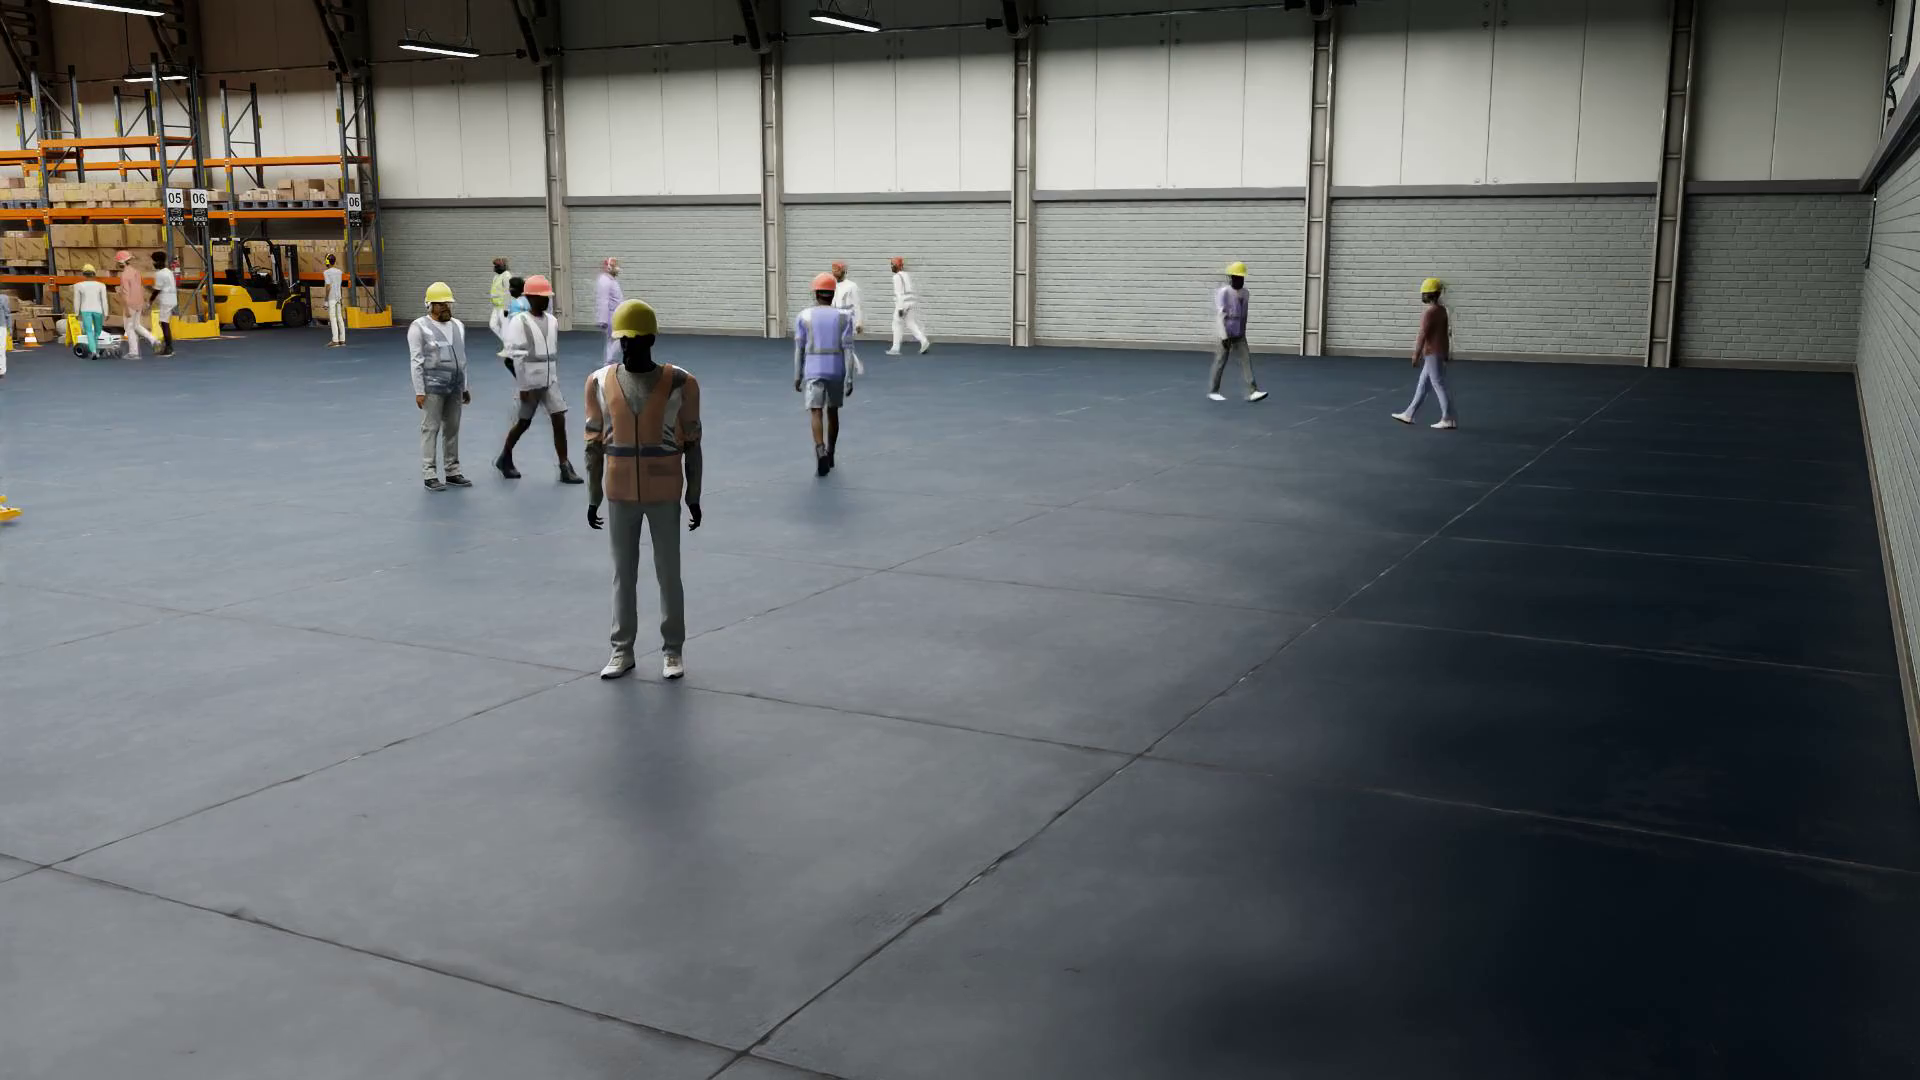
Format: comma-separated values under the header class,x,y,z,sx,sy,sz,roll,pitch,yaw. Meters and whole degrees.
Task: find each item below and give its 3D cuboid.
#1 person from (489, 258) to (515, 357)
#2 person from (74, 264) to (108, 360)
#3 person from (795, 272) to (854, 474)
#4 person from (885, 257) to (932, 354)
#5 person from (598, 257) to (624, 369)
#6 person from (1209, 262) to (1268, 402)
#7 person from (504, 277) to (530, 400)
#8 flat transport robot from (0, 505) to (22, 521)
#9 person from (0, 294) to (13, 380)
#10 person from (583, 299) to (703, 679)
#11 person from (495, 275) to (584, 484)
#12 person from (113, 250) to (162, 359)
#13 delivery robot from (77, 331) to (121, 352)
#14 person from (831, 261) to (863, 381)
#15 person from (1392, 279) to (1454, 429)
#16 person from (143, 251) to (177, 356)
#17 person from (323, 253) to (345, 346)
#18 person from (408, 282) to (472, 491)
class,x,y,z,sx,sy,sz,roll,pitch,yaw
person,-8.479,-4.307,30.805,0.454,1.826,0.651,-7,12,-33
person,-15.718,-4.130,30.105,0.530,1.731,0.852,-7,12,-32
person,-1.277,-1.588,15.805,0.551,1.909,0.924,-2,11,-9
person,-0.969,-4.397,31.285,0.843,1.852,0.596,5,11,24
person,-5.461,-3.500,26.241,0.439,1.894,0.652,-1,10,-5
person,3.725,-2.785,22.387,0.617,1.872,0.980,-7,13,-35
person,-5.917,-2.698,22.428,0.417,1.679,0.553,1,10,6
flat transport robot,-7.899,-0.172,12.511,0.652,0.197,1.431,3,11,15
person,-15.077,-3.307,25.959,0.506,1.609,0.735,-5,12,-26
person,-1.598,-0.246,8.393,0.594,1.924,0.383,0,10,0
person,-3.898,-1.463,15.138,0.969,1.900,0.554,7,12,33
person,-14.909,-4.244,30.073,0.629,1.968,0.637,0,10,3
delivery robot,-15.786,-3.659,30.496,0.707,0.478,0.477,1,10,8
person,-1.742,-3.388,25.716,0.591,1.862,0.768,9,14,40
person,5.414,-2.167,19.391,0.867,1.720,0.548,8,13,36
person,-14.834,-4.376,30.874,0.538,1.945,0.605,-3,11,-14
person,-12.723,-4.865,33.741,0.328,1.872,0.509,3,11,17
person,-4.573,-1.358,14.717,0.403,1.832,0.593,7,12,32
